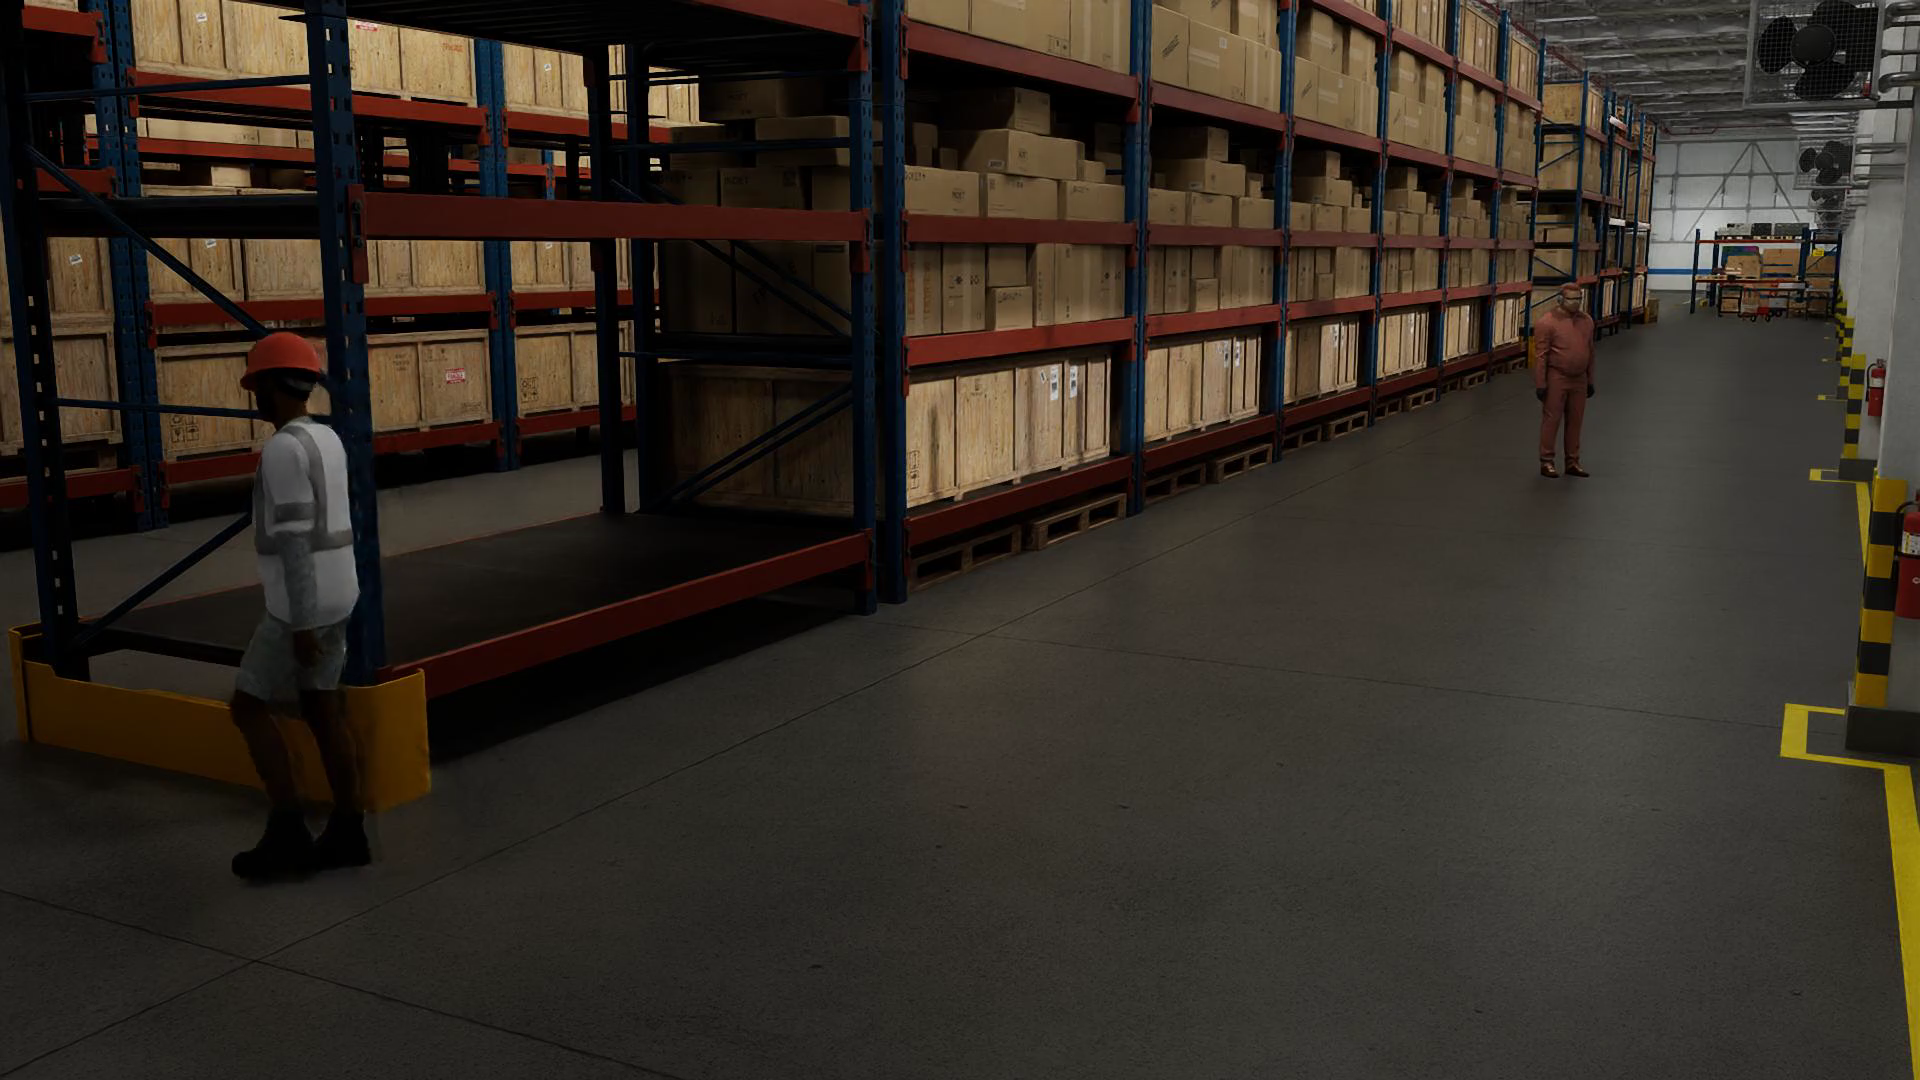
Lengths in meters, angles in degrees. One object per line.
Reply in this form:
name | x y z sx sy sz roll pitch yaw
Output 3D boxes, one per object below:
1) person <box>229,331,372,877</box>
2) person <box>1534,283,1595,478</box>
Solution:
person | -2.377 0.228 5.864 0.603 1.897 0.594 0 10 -2
person | 5.881 -1.546 16.164 0.652 1.894 0.401 -3 10 -17
